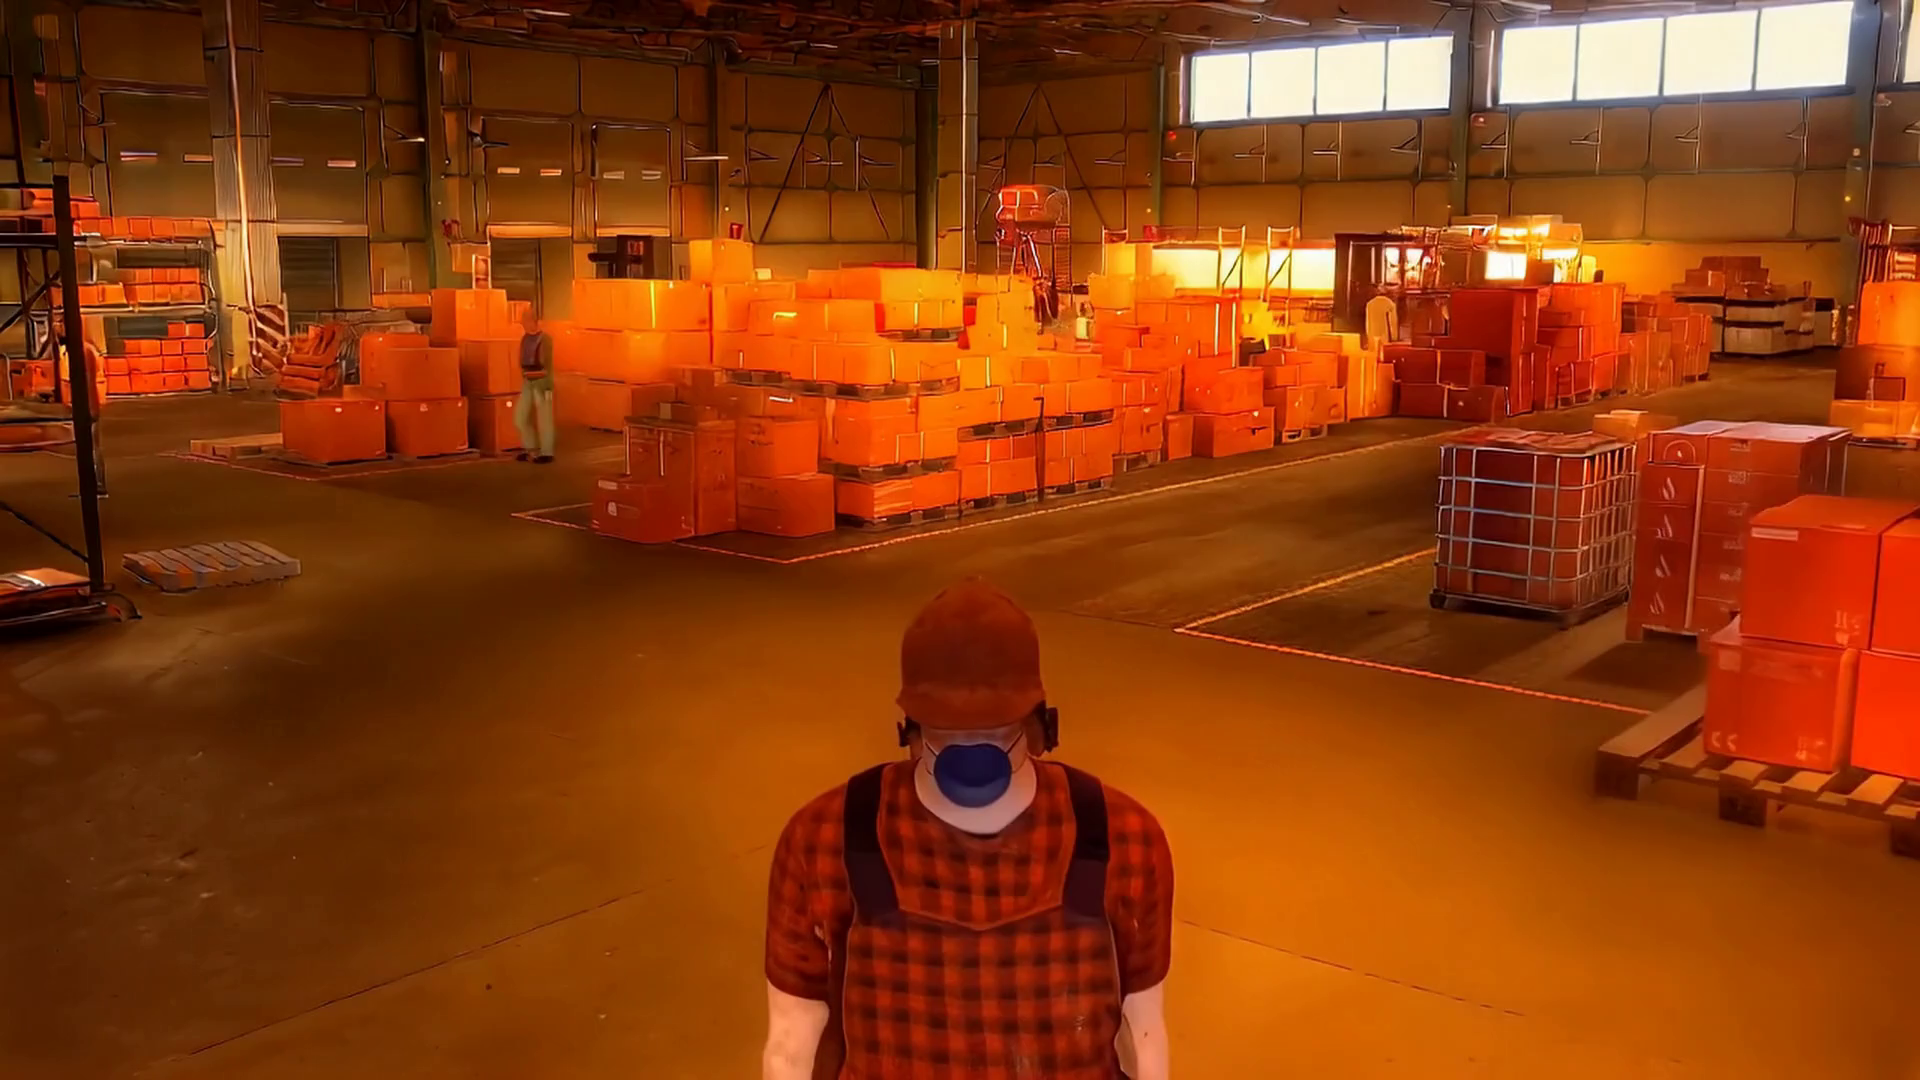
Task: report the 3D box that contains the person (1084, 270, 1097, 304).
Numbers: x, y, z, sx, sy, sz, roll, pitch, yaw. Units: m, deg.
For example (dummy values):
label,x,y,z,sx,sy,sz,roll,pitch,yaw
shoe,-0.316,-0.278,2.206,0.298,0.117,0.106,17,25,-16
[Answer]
label,x,y,z,sx,sy,sz,roll,pitch,yaw
person,3.877,-6.932,48.589,0.437,1.919,0.631,-4,11,-23

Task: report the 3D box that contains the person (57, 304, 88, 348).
label,x,y,z,sx,sy,sz,roll,pitch,yaw
person,-16.181,-3.738,30.547,0.566,1.883,0.893,2,10,10

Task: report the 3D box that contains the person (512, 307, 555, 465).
label,x,y,z,sx,sy,sz,roll,pitch,yaw
person,-5.004,-1.784,19.448,0.580,1.865,0.590,6,12,32

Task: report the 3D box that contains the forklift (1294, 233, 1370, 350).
label,x,y,z,sx,sy,sz,roll,pitch,yaw
forklift,7.598,-4.578,32.457,1.873,2.768,1.129,8,13,40

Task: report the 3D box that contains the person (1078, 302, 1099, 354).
label,x,y,z,sx,sy,sz,roll,pitch,yaw
person,2.195,-3.243,28.393,0.352,1.629,0.561,-6,12,-31

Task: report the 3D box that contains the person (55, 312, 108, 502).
label,x,y,z,sx,sy,sz,roll,pitch,yaw
person,-8.873,-1.341,16.808,0.599,1.908,0.404,8,13,39

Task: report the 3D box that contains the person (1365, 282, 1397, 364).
label,x,y,z,sx,sy,sz,roll,pitch,yaw
person,7.549,-3.644,29.821,0.358,1.937,0.636,-8,13,-39

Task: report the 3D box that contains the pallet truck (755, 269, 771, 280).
label,x,y,z,sx,sy,sz,roll,pitch,yaw
pallet truck,-4.996,-6.432,45.525,1.885,1.965,0.823,-6,12,-32

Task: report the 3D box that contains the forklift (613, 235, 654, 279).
label,x,y,z,sx,sy,sz,roll,pitch,yaw
forklift,-7.295,-5.450,37.422,1.873,2.768,1.129,8,13,40
